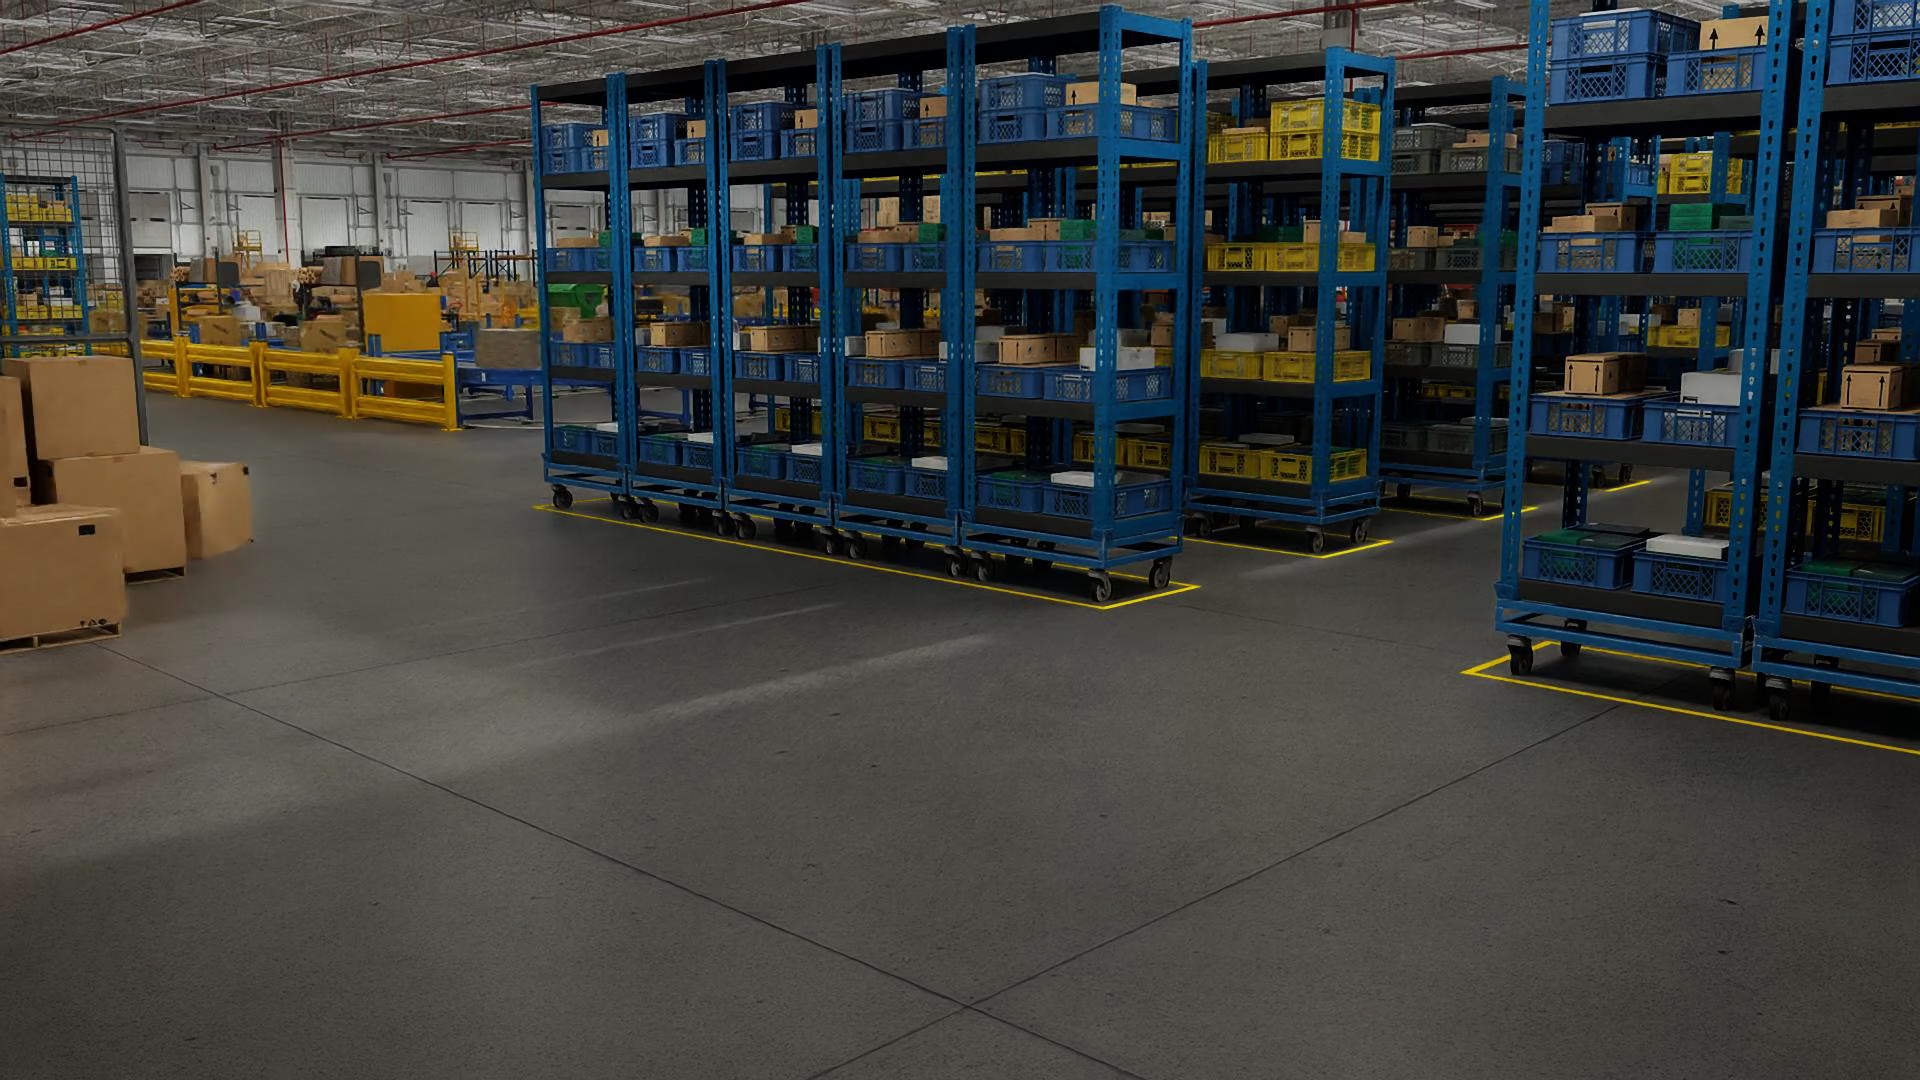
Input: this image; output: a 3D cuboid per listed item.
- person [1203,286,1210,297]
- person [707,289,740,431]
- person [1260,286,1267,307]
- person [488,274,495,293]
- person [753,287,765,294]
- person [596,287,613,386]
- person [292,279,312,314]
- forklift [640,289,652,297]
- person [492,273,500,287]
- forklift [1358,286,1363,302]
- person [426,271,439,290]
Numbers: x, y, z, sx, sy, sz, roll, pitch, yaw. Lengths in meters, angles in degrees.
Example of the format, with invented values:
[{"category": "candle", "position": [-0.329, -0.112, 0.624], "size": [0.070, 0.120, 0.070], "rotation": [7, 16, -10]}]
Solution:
[{"category": "person", "position": [8.500, -7.953, 56.401], "size": [0.536, 1.669, 0.532], "rotation": [-3, 10, -16]}, {"category": "person", "position": [-2.622, -1.898, 18.562], "size": [0.410, 1.909, 0.643], "rotation": [-7, 11, -36]}, {"category": "person", "position": [10.258, -8.051, 56.424], "size": [0.964, 1.854, 0.666], "rotation": [-8, 12, -39]}, {"category": "person", "position": [-24.139, -12.868, 86.139], "size": [0.649, 1.814, 0.646], "rotation": [9, 13, 44]}, {"category": "person", "position": [-8.280, -10.158, 69.258], "size": [0.652, 1.898, 0.392], "rotation": [-2, 9, -11]}, {"category": "person", "position": [-6.182, -3.604, 29.447], "size": [0.523, 1.769, 0.320], "rotation": [-5, 10, -28]}, {"category": "person", "position": [-24.576, -9.072, 62.136], "size": [0.690, 2.000, 0.538], "rotation": [-4, 10, -25]}, {"category": "forklift", "position": [-15.308, -13.114, 84.350], "size": [1.873, 2.768, 1.129], "rotation": [9, 13, 43]}, {"category": "person", "position": [-23.706, -12.688, 84.933], "size": [0.536, 1.825, 0.627], "rotation": [9, 13, 43]}, {"category": "forklift", "position": [11.100, -7.017, 46.970], "size": [1.873, 2.768, 1.129], "rotation": [9, 13, 43]}, {"category": "person", "position": [-18.740, -8.584, 59.283], "size": [0.612, 1.995, 0.382], "rotation": [5, 11, 29]}]
